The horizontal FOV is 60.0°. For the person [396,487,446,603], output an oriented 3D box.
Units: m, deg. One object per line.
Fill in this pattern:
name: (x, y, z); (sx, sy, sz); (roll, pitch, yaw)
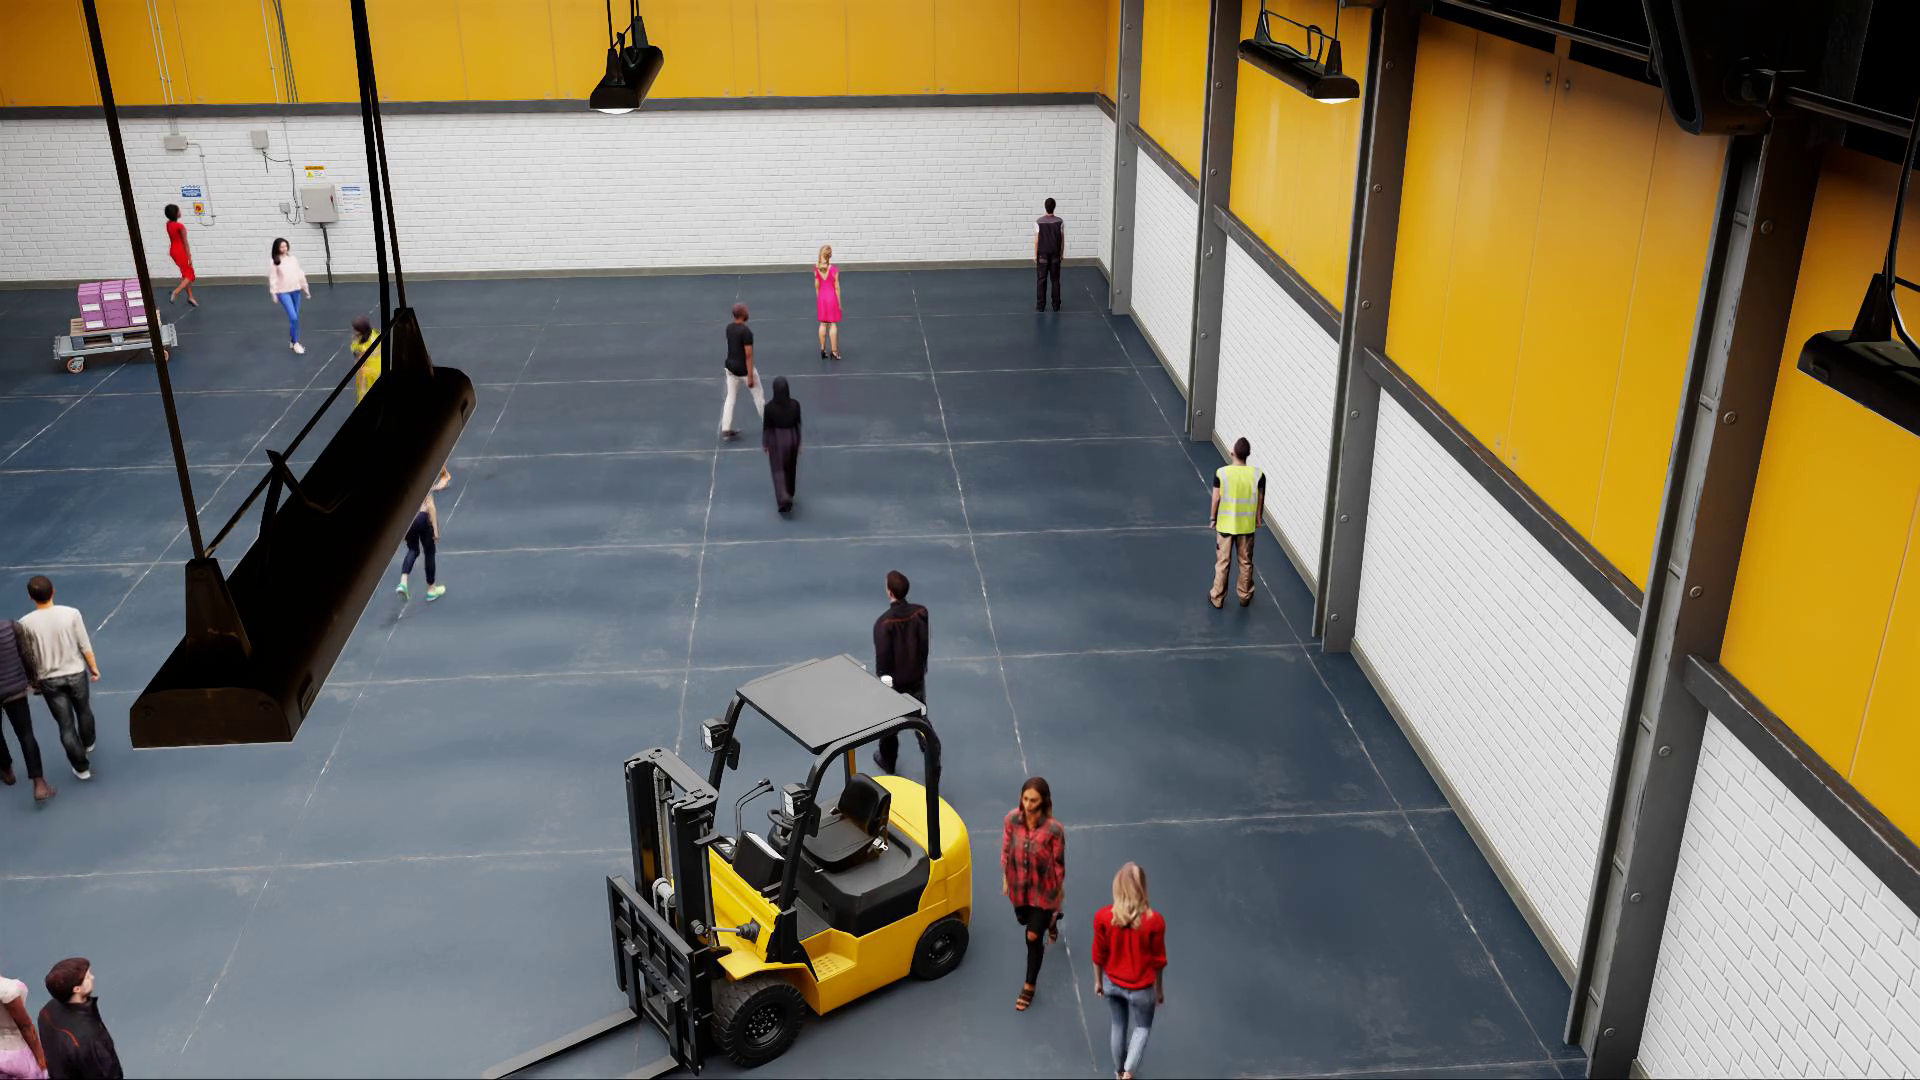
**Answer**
person: (-5.569, -0.116, 16.903); (0.787, 1.689, 0.965); (7, 24, 15)

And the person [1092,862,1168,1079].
person: (1.030, 2.787, 10.253); (0.783, 1.697, 0.900); (6, 24, 14)

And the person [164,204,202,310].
person: (-12.723, -4.567, 27.039); (0.852, 1.728, 0.970); (13, 27, 26)

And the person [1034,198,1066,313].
person: (1.453, -4.647, 27.070); (0.634, 1.849, 0.544); (-2, 24, -5)

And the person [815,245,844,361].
person: (-1.962, -3.529, 24.662); (0.670, 1.728, 0.702); (13, 27, 26)

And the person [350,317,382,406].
person: (-7.638, -2.158, 21.645); (0.995, 1.633, 0.773); (7, 25, 16)

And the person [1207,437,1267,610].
person: (2.797, -0.180, 16.853); (0.696, 1.847, 0.710); (-1, 24, -2)

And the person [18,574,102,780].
person: (-7.464, 1.166, 13.844); (0.956, 1.791, 1.094); (-15, 28, -30)

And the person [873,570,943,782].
person: (-0.437, 1.165, 13.720); (0.966, 1.893, 1.200); (-13, 27, -27)

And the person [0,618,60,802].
person: (-7.778, 1.290, 13.547); (1.093, 1.801, 1.240); (-15, 28, -31)

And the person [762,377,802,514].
person: (-2.047, -1.096, 19.262); (0.763, 1.596, 1.117); (-7, 25, -16)

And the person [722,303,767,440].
person: (-2.892, -2.138, 21.455); (1.199, 1.749, 1.239); (19, 30, 37)

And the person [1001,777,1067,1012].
person: (0.538, 2.321, 11.341); (0.987, 1.679, 1.138); (13, 27, 27)

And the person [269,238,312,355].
person: (-10.150, -3.697, 25.022); (0.921, 1.748, 0.862); (15, 28, 31)

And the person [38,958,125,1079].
person: (-4.904, 3.158, 9.242); (0.864, 1.827, 0.930); (21, 31, 39)
